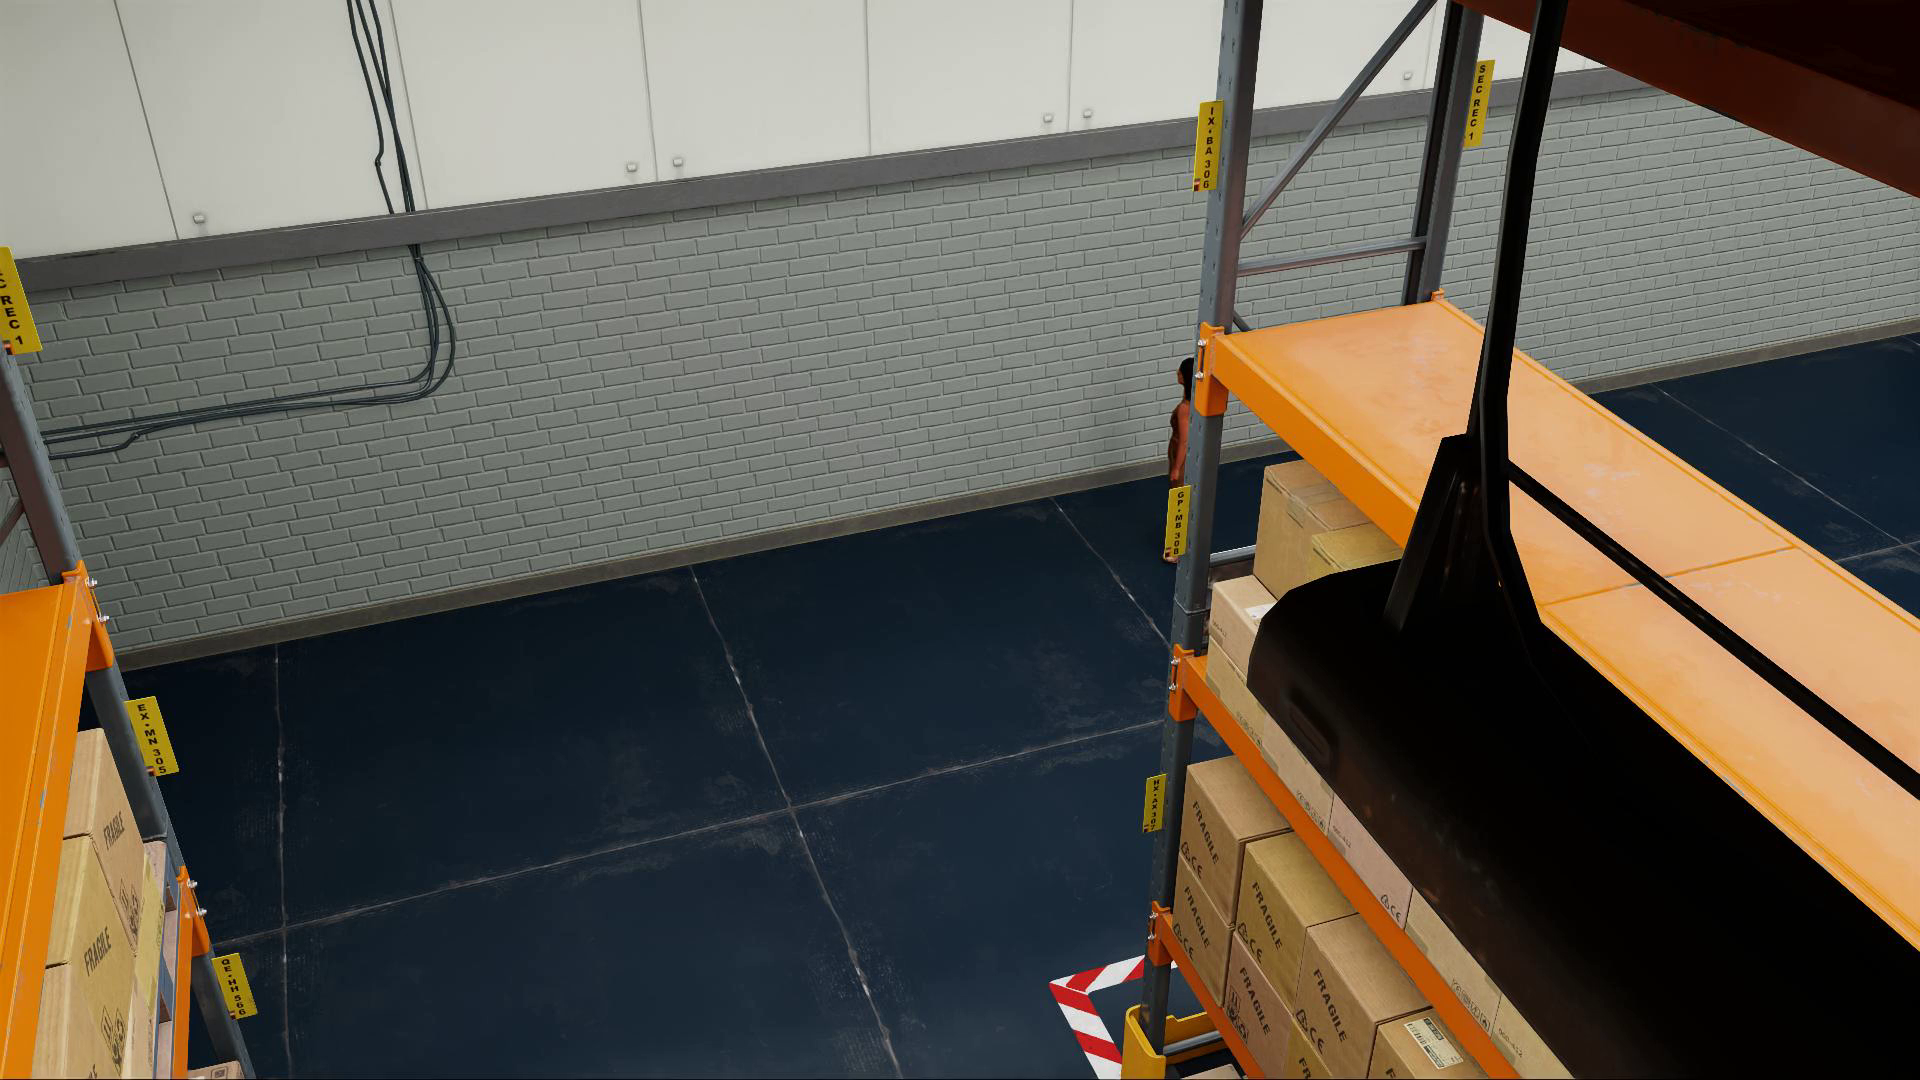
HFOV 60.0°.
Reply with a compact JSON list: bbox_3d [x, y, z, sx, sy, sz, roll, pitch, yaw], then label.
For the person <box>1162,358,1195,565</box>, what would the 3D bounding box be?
[{"bbox_3d":[1.699,-0.593,12.425,0.695,1.690,0.632,13,35,20],"label":"person"}]
